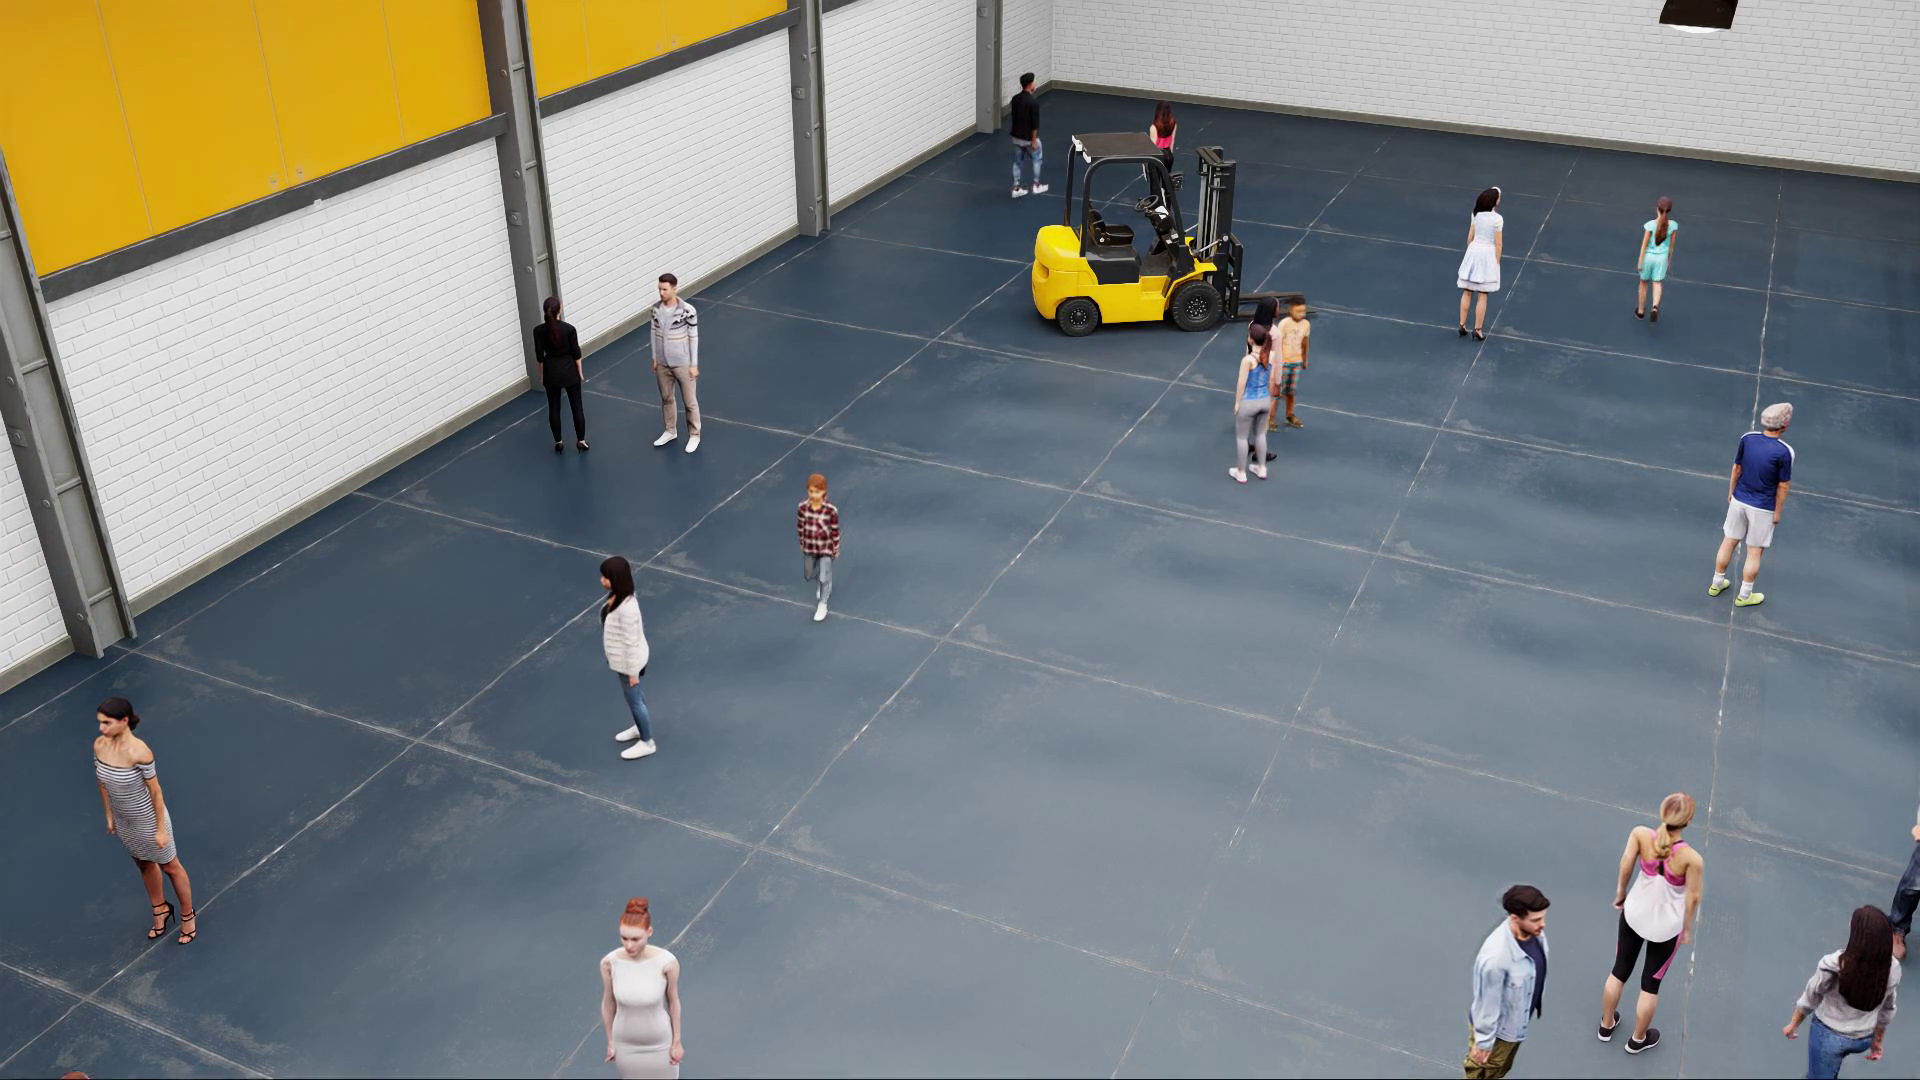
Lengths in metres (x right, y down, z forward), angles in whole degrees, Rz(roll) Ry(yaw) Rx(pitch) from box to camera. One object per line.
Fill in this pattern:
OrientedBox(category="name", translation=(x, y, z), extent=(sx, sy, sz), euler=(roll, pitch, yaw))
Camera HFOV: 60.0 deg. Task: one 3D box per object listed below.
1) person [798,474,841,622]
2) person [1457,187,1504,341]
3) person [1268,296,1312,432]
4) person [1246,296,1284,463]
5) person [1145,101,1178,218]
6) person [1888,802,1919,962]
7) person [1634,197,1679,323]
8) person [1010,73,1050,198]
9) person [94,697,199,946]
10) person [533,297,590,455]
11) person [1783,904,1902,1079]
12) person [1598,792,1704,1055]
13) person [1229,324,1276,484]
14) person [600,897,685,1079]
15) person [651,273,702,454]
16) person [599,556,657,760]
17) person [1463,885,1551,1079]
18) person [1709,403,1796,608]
OrientedBox(category="person", translation=(-1.171, 0.024, 14.032), extent=(0.606, 1.295, 0.740), euler=(6, 29, 12))
OrientedBox(category="person", translation=(6.096, -3.226, 19.453), extent=(0.848, 1.809, 0.810), euler=(-24, 37, -37))
OrientedBox(category="person", translation=(3.397, -1.861, 17.317), extent=(0.660, 1.459, 0.698), euler=(-11, 30, -19))
OrientedBox(category="person", translation=(3.014, -1.615, 16.592), extent=(0.722, 1.721, 0.704), euler=(-16, 32, -26))
OrientedBox(category="person", translation=(2.849, -5.402, 23.599), extent=(0.623, 1.659, 0.724), euler=(-17, 33, -28))
OrientedBox(category="person", translation=(6.145, 1.761, 10.214), extent=(0.802, 1.902, 0.752), euler=(3, 29, 5))
OrientedBox(category="person", translation=(8.341, -3.331, 19.916), extent=(0.688, 1.550, 0.897), euler=(4, 29, 8))
OrientedBox(category="person", translation=(0.888, -5.907, 24.385), extent=(0.998, 1.794, 0.889), euler=(-25, 37, -37))
OrientedBox(category="person", translation=(-5.070, 1.744, 10.329), extent=(0.623, 1.822, 0.569), euler=(9, 30, 15))
OrientedBox(category="person", translation=(-4.009, -1.646, 16.711), extent=(0.686, 1.662, 0.701), euler=(-1, 29, -2))
OrientedBox(category="person", translation=(4.710, 2.704, 8.805), extent=(0.941, 1.596, 1.141), euler=(-3, 29, -5))
OrientedBox(category="person", translation=(3.960, 2.193, 9.543), extent=(0.669, 1.787, 0.631), euler=(25, 37, 38))
OrientedBox(category="person", translation=(2.860, -1.330, 16.192), extent=(0.635, 1.603, 0.718), euler=(-14, 31, -23))
OrientedBox(category="person", translation=(-1.649, 2.618, 8.757), extent=(0.630, 1.793, 0.614), euler=(0, 29, -1))
OrientedBox(category="person", translation=(-2.882, -1.829, 16.836), extent=(0.687, 1.862, 0.568), euler=(11, 30, 19))
OrientedBox(category="person", translation=(-2.431, 0.837, 12.189), extent=(0.754, 1.634, 0.698), euler=(-10, 30, -18))
OrientedBox(category="person", translation=(2.869, 2.557, 8.851), extent=(0.799, 1.810, 0.611), euler=(23, 36, 36))
OrientedBox(category="person", translation=(6.735, -0.318, 14.094), extent=(0.713, 1.837, 0.713), euler=(-19, 34, -31))
